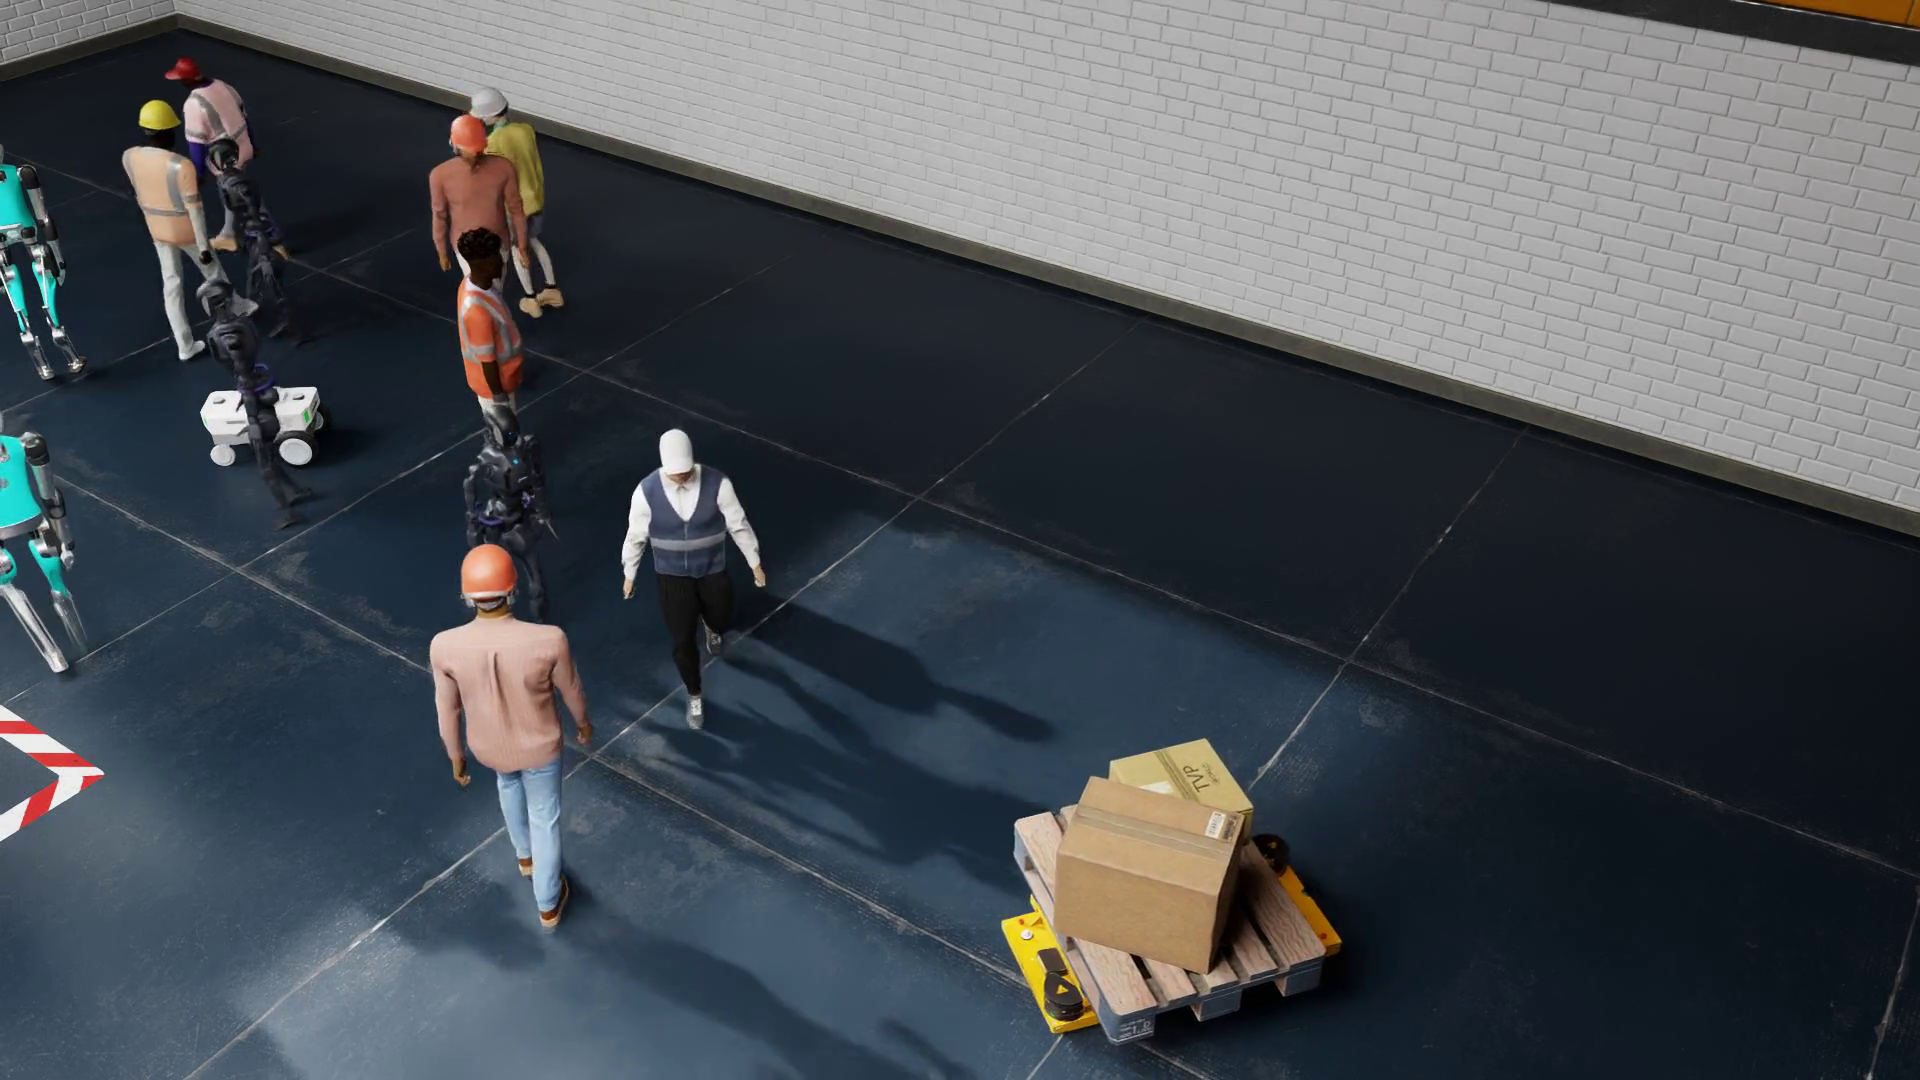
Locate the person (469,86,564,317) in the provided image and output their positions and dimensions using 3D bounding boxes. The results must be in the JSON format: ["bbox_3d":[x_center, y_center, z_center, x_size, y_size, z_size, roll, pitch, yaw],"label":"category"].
[{"bbox_3d":[-3.298,-2.513,12.474,0.441,1.845,0.516,26,43,32],"label":"person"}]

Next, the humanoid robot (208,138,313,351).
[{"bbox_3d":[-5.081,-2.138,12.096,0.350,1.649,0.601,-23,41,-29],"label":"humanoid robot"}]

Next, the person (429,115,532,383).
[{"bbox_3d":[-3.369,-2.093,11.804,0.622,1.935,1.027,-21,40,-27],"label":"person"}]

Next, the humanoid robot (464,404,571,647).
[{"bbox_3d":[-2.508,-0.056,9.152,0.472,1.646,0.610,21,40,27],"label":"humanoid robot"}]

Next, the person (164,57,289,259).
[{"bbox_3d":[-5.956,-3.063,13.384,0.804,1.706,0.624,2,35,4],"label":"person"}]

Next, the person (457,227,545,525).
[{"bbox_3d":[-2.837,-1.000,10.214,0.361,1.963,0.611,-9,36,-12],"label":"person"}]

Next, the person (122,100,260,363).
[{"bbox_3d":[-5.659,-2.303,12.152,0.596,1.880,0.938,6,35,8],"label":"person"}]

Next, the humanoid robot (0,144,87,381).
[{"bbox_3d":[-6.498,-1.857,11.520,0.533,1.677,0.735,-13,37,-18],"label":"humanoid robot"}]

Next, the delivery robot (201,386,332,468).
[{"bbox_3d":[-4.648,-0.801,11.176,0.811,0.613,0.499,-3,35,-5],"label":"delivery robot"}]

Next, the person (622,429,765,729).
[{"bbox_3d":[-1.428,0.118,8.818,0.750,1.741,0.670,-7,36,-11],"label":"person"}]

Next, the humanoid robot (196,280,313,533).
[{"bbox_3d":[-4.351,-0.850,10.254,0.391,1.646,0.609,-16,38,-22],"label":"humanoid robot"}]

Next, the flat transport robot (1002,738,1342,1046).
[{"bbox_3d":[0.974,1.802,7.688,1.431,0.231,0.659,-11,37,-16],"label":"flat transport robot"}]

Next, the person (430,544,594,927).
[{"bbox_3d":[-1.988,0.843,7.578,0.624,1.963,0.763,0,35,0],"label":"person"}]

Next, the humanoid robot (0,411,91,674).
[{"bbox_3d":[-5.096,0.053,9.007,0.545,1.905,0.733,-25,42,-31],"label":"humanoid robot"}]
